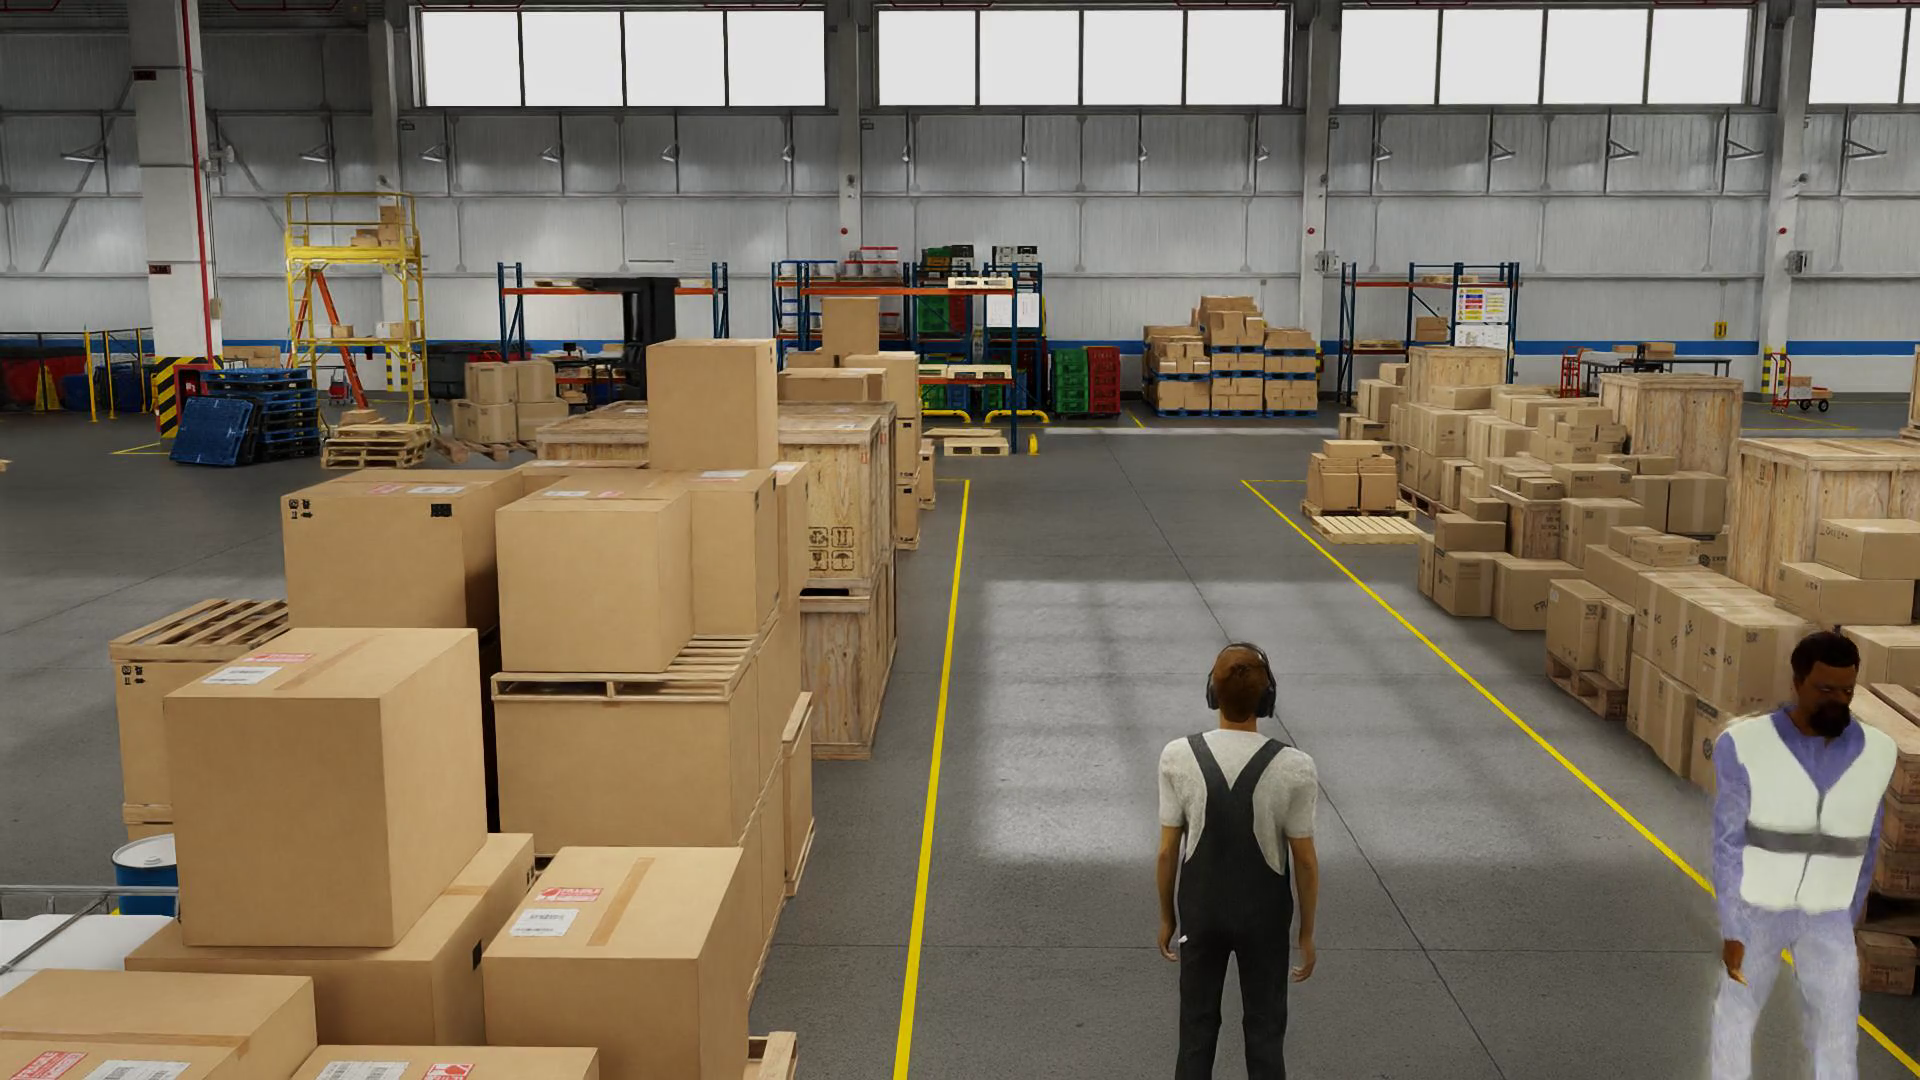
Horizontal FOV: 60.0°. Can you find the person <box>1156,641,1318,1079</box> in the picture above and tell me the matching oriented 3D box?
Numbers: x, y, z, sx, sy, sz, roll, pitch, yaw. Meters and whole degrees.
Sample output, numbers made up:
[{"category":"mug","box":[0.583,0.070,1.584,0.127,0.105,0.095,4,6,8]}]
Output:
[{"category":"person","box":[0.887,1.232,5.347,0.513,1.845,0.334,3,10,17]}]

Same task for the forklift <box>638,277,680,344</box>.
[{"category":"forklift","box":[-4.287,-2.369,23.824,1.873,2.768,1.129,-4,10,-25]}]

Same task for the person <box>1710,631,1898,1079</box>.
[{"category":"person","box":[2.703,1.220,5.336,0.592,1.867,0.997,1,9,4]}]
